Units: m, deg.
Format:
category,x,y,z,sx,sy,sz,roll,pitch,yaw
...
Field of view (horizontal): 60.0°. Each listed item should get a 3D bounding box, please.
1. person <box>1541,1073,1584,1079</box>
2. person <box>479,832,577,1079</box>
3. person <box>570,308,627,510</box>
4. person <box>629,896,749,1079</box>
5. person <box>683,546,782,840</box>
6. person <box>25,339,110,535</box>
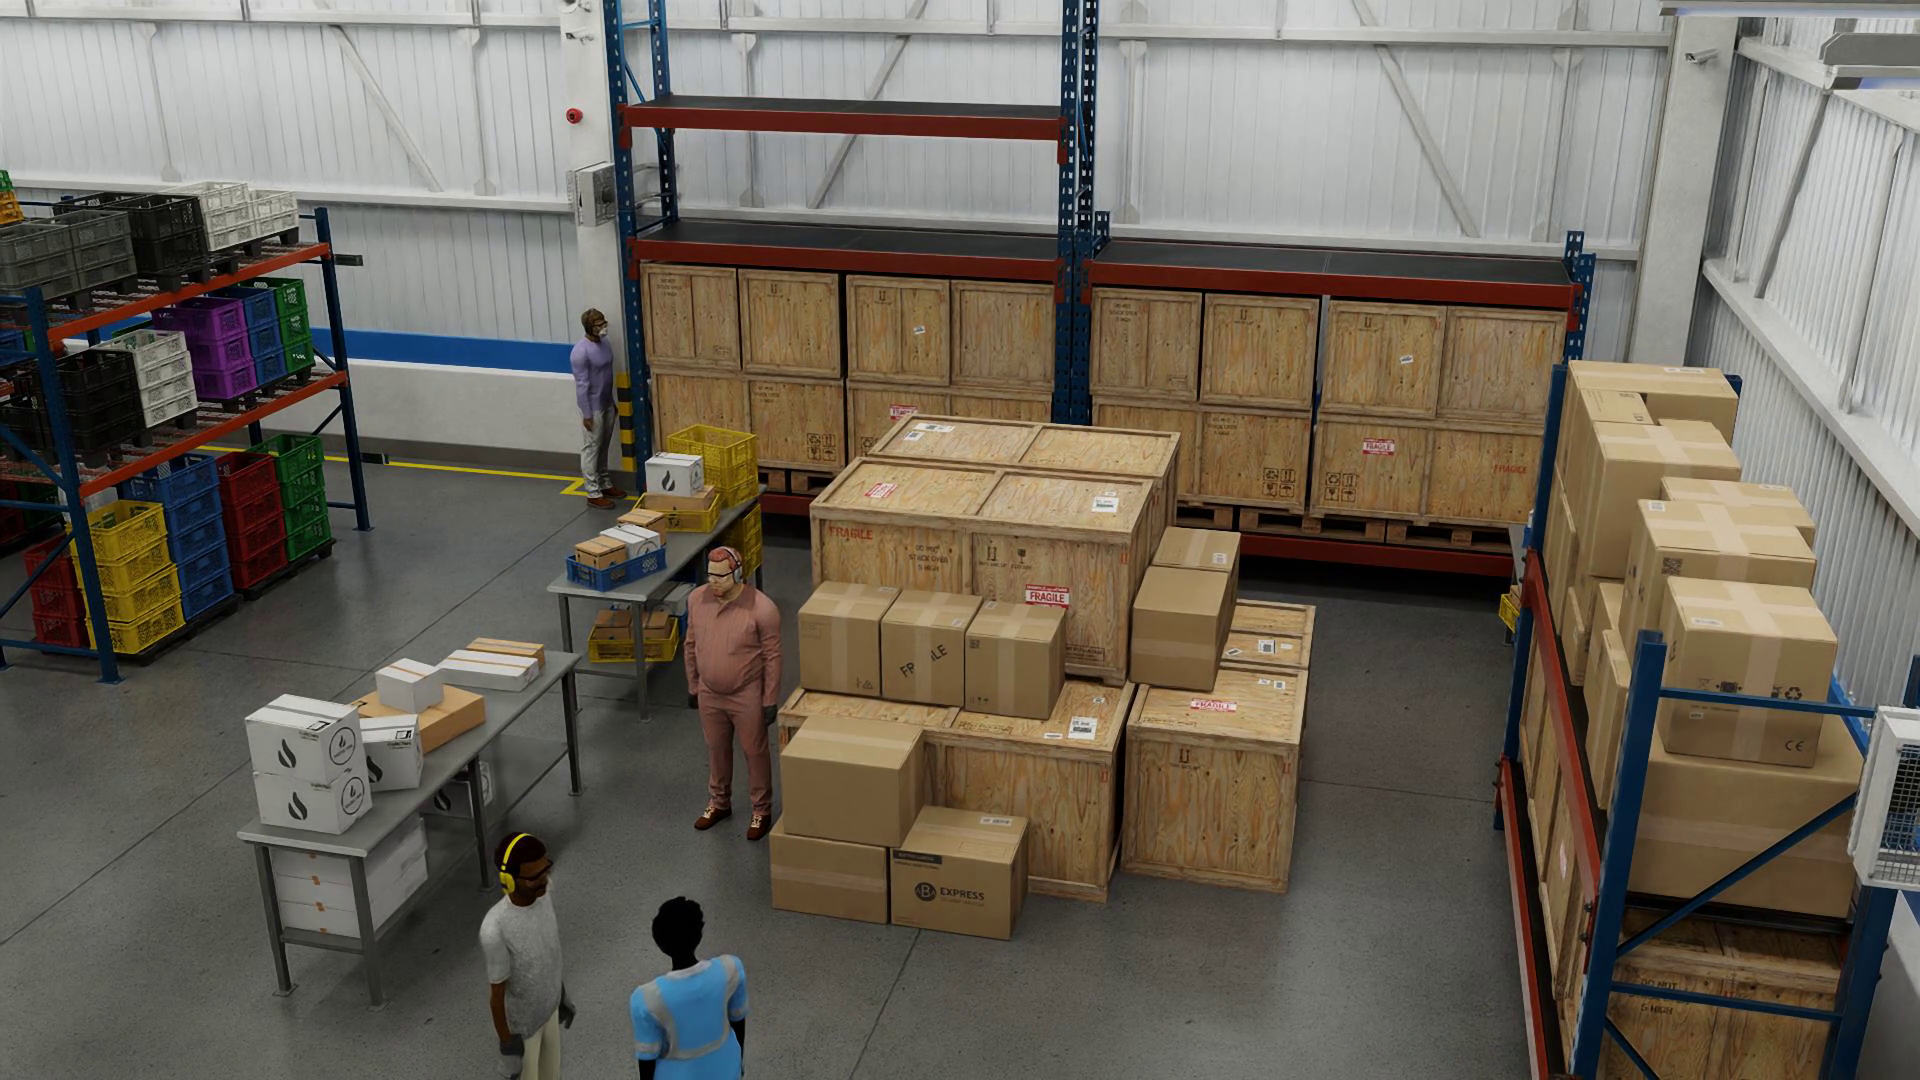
category,x,y,z,sx,sy,sz,roll,pitch,yaw
person,2.015,2.660,5.863,0.429,1.845,0.621,-13,24,-30
person,-1.863,2.100,7.292,0.310,1.868,0.533,6,22,15
person,-3.491,-1.279,16.036,0.370,1.940,0.627,5,21,12
person,-1.129,2.280,7.054,0.536,1.699,0.321,-14,25,-32
person,-1.417,0.939,10.278,0.651,1.907,0.409,8,22,20
person,-8.144,-0.940,15.222,0.586,1.882,0.341,-4,21,-11
